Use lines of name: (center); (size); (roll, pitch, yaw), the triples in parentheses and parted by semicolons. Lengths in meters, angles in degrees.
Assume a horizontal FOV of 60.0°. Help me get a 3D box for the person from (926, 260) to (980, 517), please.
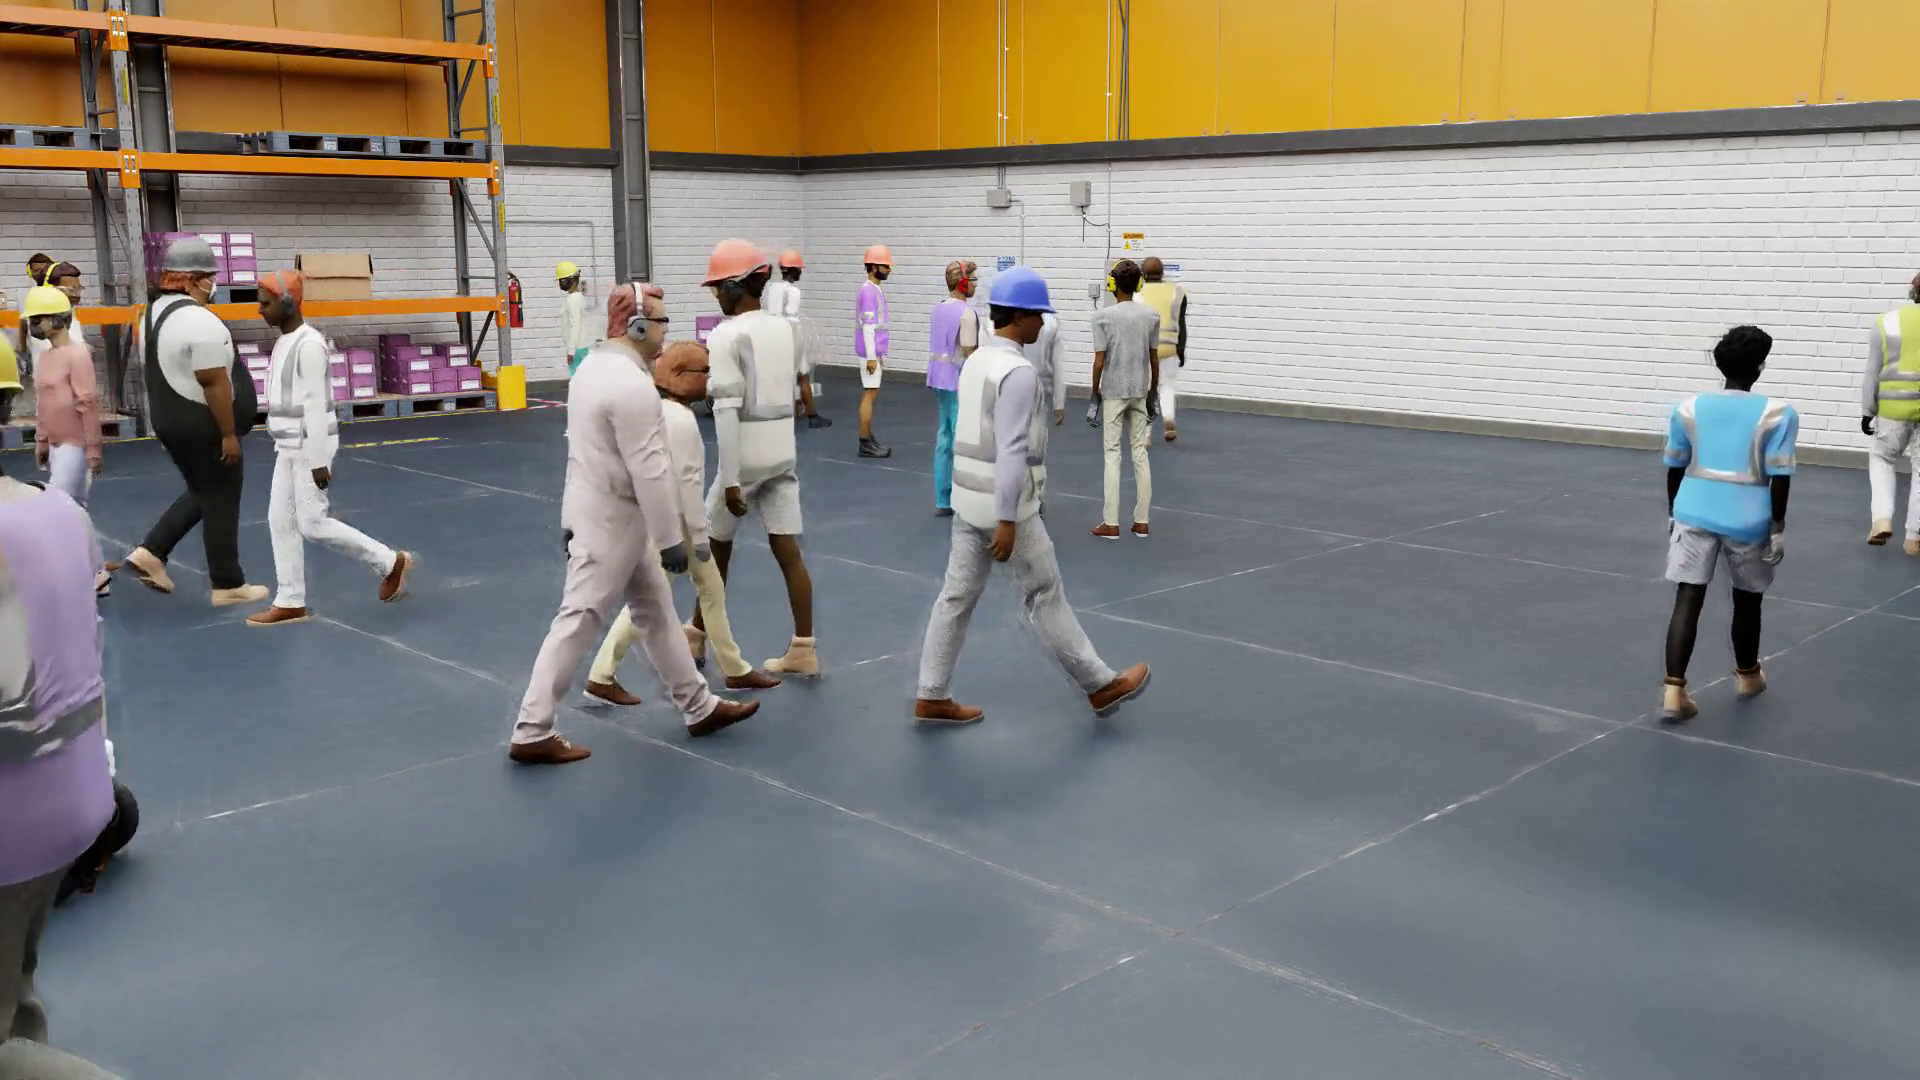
person: (-0.027, -1.052, 11.809); (0.390, 1.847, 0.563); (-6, 12, -28)

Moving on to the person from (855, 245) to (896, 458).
person: (-0.767, -1.724, 15.232); (0.378, 1.932, 0.551); (0, 10, 2)

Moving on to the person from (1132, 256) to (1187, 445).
person: (1.862, -1.798, 15.927); (0.638, 1.829, 0.537); (0, 10, -2)

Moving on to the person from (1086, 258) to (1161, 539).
person: (1.095, -0.939, 11.130); (0.515, 1.872, 0.324); (-3, 11, -18)

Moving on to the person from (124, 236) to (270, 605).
person: (-4.142, -0.639, 9.029); (0.687, 2.000, 0.636); (9, 14, 42)

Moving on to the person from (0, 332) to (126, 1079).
person: (-1.713, 0.521, 3.075); (0.636, 1.901, 0.598); (-1, 10, -6)

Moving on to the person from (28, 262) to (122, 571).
person: (-5.238, -0.696, 9.813); (0.316, 1.867, 0.531); (-1, 10, -6)

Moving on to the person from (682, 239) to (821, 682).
person: (-1.017, -0.362, 7.633); (0.963, 1.997, 0.615); (8, 13, 36)

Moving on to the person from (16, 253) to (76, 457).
person: (-8.318, -1.679, 15.199); (0.513, 1.861, 0.327); (-3, 11, -14)

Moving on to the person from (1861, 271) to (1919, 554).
person: (6.066, -0.811, 10.541); (0.642, 1.828, 0.437); (5, 12, 26)

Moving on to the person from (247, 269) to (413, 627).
person: (-3.340, -0.477, 8.672); (0.753, 1.860, 0.583); (-7, 13, -35)

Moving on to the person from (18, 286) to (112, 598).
person: (-4.901, -0.504, 9.088); (0.549, 1.745, 0.426); (9, 14, 40)

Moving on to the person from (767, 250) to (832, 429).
person: (-1.819, -2.049, 17.192); (1.040, 1.881, 0.545); (-10, 14, -43)

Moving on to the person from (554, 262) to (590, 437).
person: (-3.904, -1.919, 16.785); (0.327, 1.760, 0.524); (-2, 10, -8)

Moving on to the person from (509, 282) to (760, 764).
person: (-1.305, -0.060, 6.423); (1.019, 1.851, 0.649); (-4, 11, -21)

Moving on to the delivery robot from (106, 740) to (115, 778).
delivery robot: (-3.039, 0.766, 5.164); (0.707, 0.478, 0.477); (-1, 10, -5)

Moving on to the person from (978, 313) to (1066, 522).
person: (0.411, -0.934, 11.280); (0.632, 1.802, 0.525); (-1, 10, -5)

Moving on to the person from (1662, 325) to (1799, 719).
person: (3.240, -0.081, 7.048); (0.547, 1.648, 0.866); (9, 14, 41)

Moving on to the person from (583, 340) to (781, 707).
person: (-1.240, -0.066, 7.166); (0.874, 1.585, 0.499); (-3, 11, -15)

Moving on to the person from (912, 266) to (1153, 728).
person: (0.269, -0.160, 6.823); (1.017, 1.887, 0.624); (-4, 11, -22)
